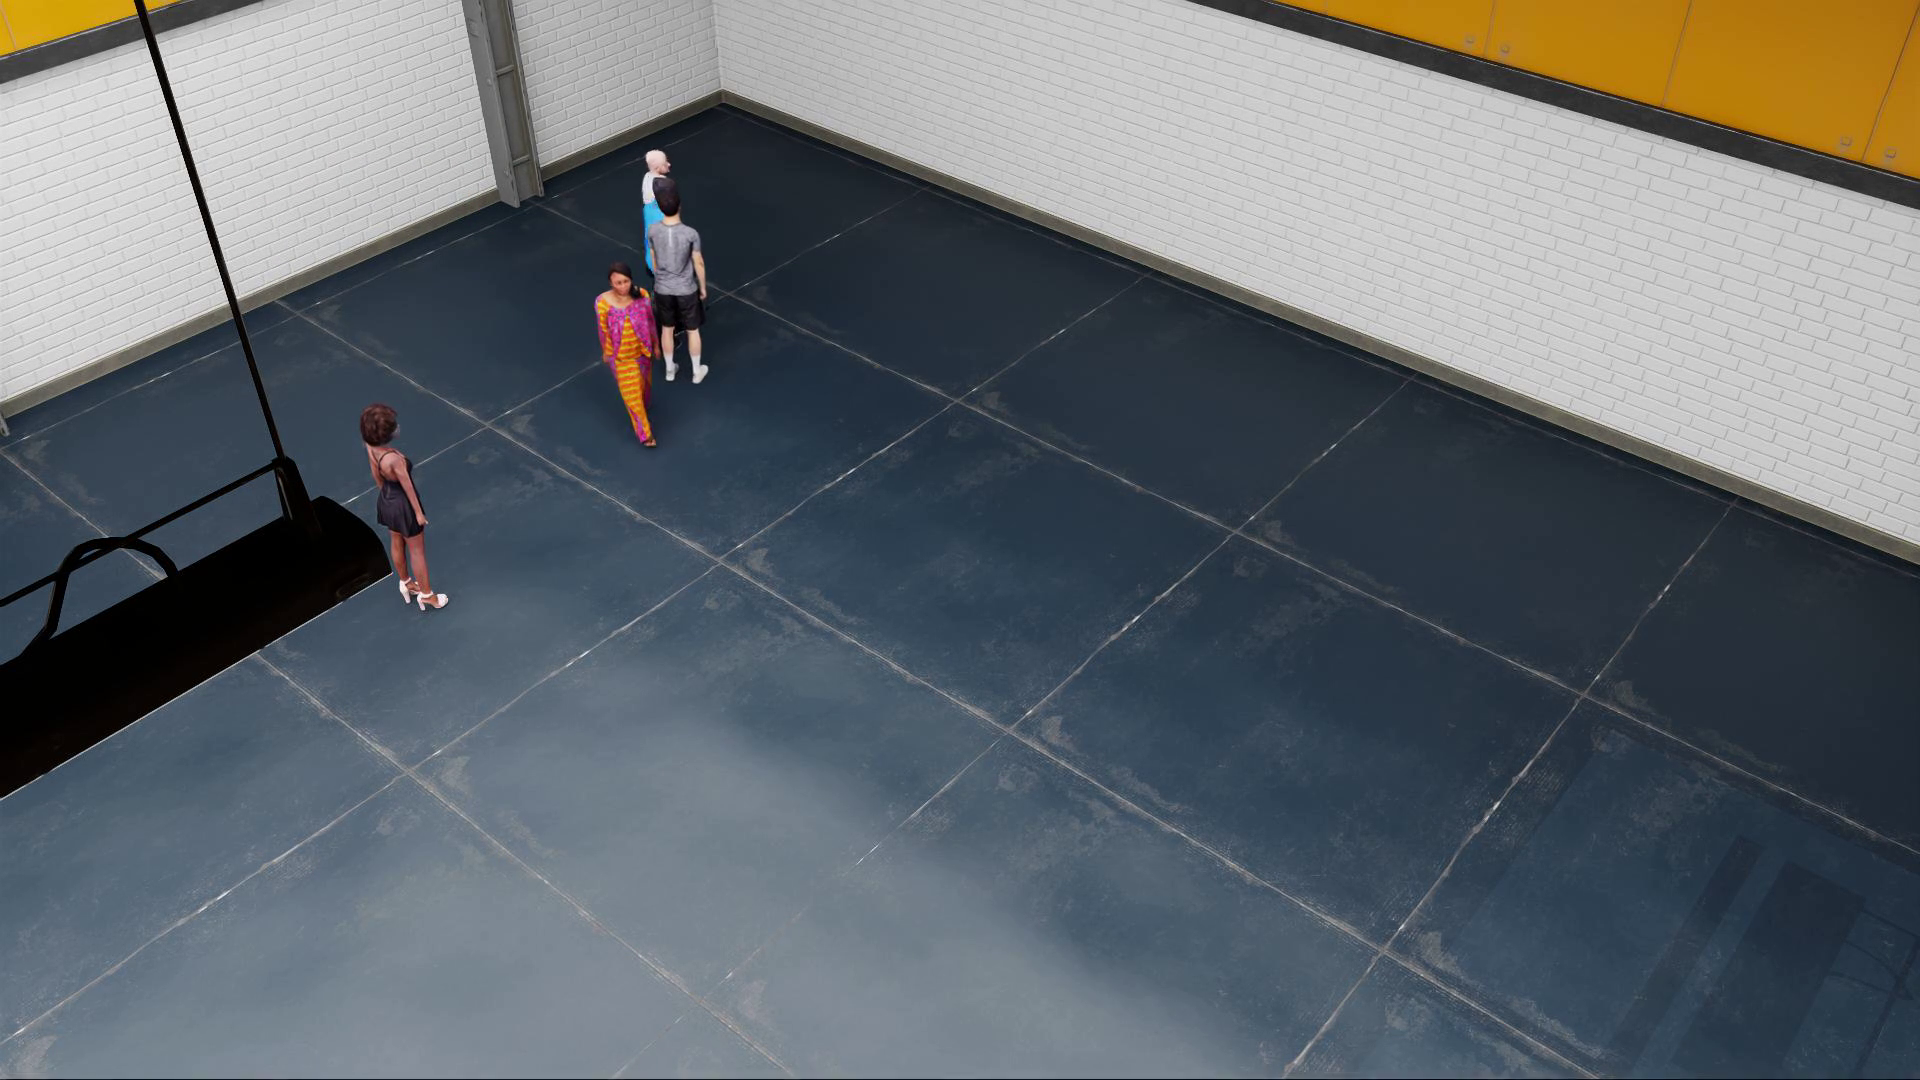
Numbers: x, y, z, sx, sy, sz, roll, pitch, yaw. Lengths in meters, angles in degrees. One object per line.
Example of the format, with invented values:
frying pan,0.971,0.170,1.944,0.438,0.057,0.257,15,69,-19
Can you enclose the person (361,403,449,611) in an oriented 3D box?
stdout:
person,-4.193,-0.232,12.460,0.571,1.787,0.558,26,45,28

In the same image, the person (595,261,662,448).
person,-2.857,-1.705,14.396,1.159,1.672,0.987,-18,42,-21

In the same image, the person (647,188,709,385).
person,-2.557,-2.263,14.941,0.738,1.863,0.744,5,39,7

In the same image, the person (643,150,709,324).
person,-2.809,-2.816,15.668,1.067,1.820,0.969,-16,41,-19

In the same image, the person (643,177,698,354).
person,-2.800,-2.477,15.280,0.814,1.775,0.714,-28,46,-30
